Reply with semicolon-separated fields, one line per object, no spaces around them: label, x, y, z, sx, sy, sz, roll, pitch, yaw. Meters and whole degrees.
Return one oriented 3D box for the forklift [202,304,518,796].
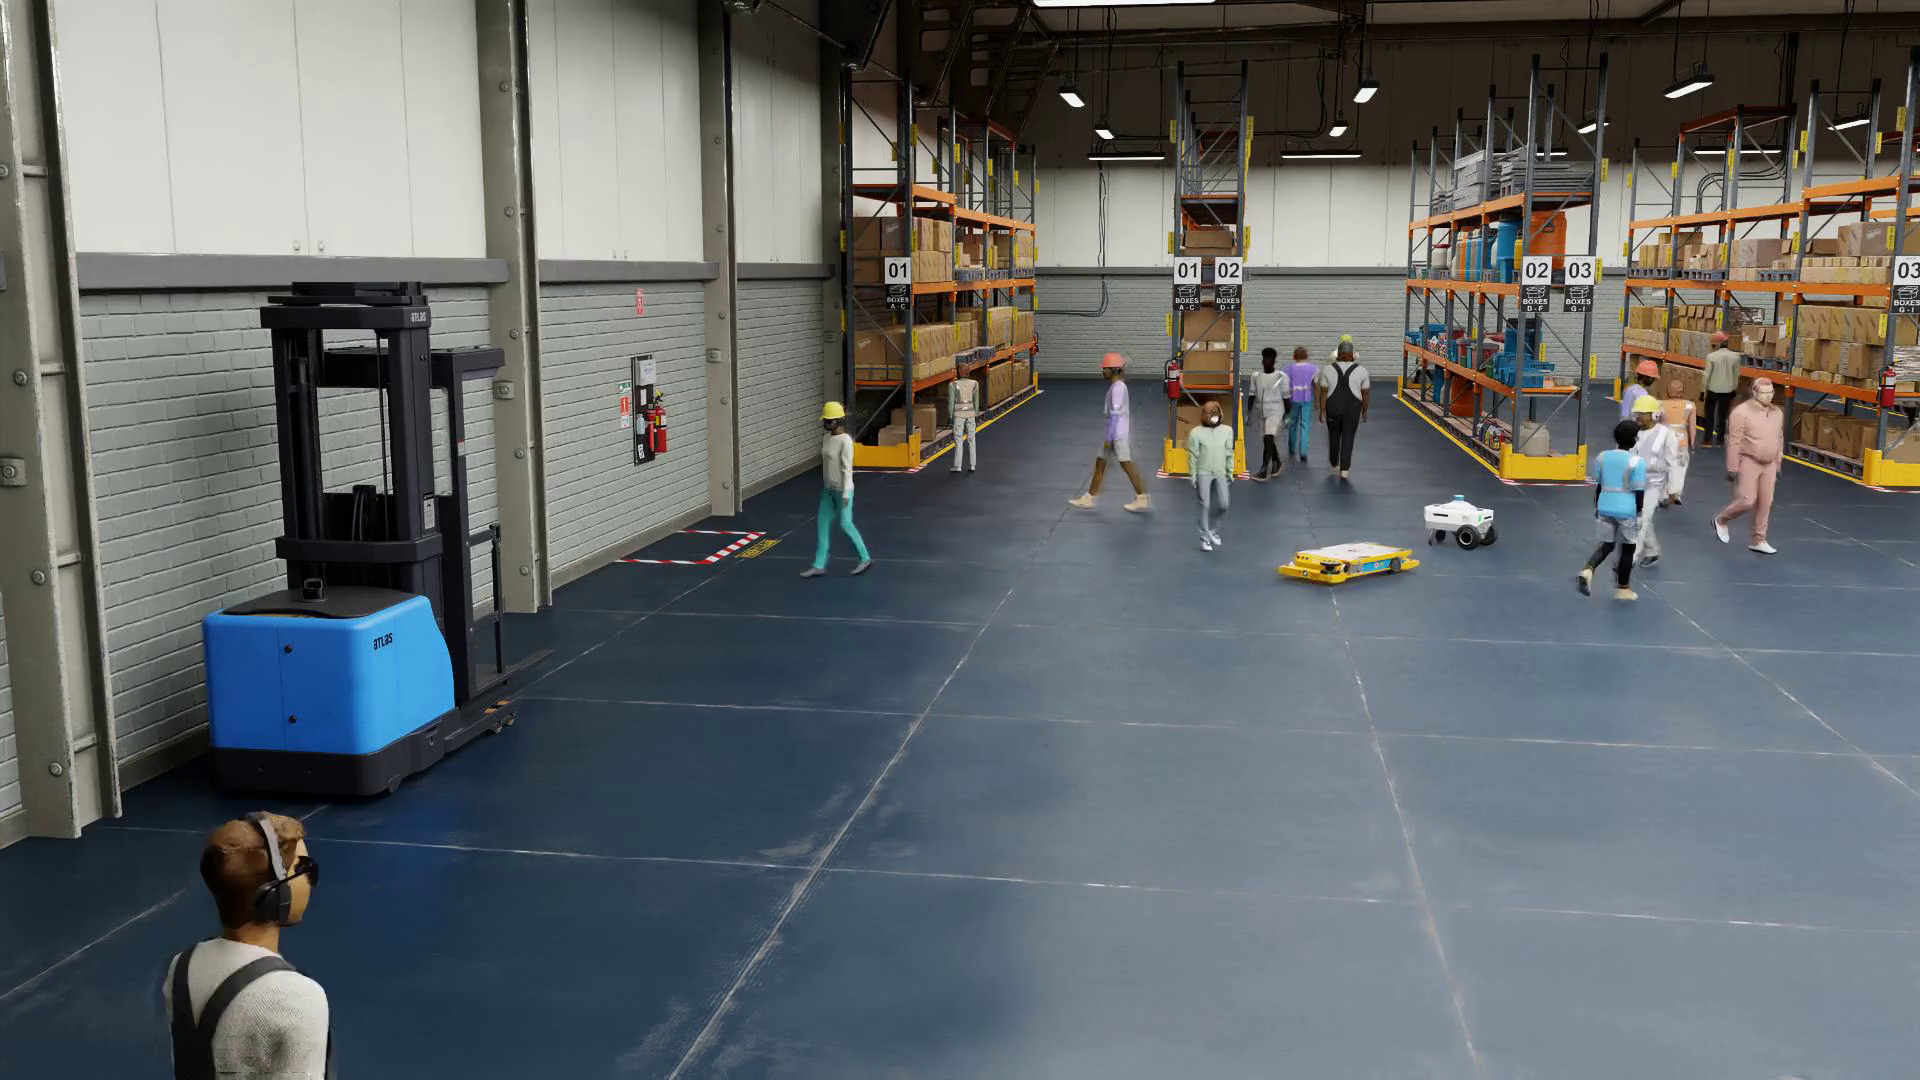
forklift;-3.673;-0.038;10.147;1.129;2.768;1.873;1;9;9

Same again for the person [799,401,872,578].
person;-1.208;-0.502;16.389;0.735;1.742;0.539;-6;11;-34

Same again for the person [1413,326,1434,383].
person;11.507;-4.484;41.225;0.889;1.654;0.536;0;9;2

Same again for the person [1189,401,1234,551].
person;2.711;-0.689;17.903;0.520;1.617;0.349;-2;9;-12

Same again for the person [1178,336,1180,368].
person;5.628;-4.569;41.045;1.048;1.862;0.717;-2;9;-13

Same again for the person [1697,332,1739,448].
person;12.906;-2.539;28.275;0.673;1.966;0.393;0;9;-2

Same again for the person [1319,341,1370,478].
person;5.646;-1.934;24.425;0.700;2.000;1.038;3;10;16

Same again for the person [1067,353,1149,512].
person;1.897;-1.338;20.791;1.036;1.987;0.626;0;9;1

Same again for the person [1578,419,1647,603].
person;5.931;-0.256;15.044;0.570;1.676;0.540;-6;11;-31

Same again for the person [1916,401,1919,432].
person;16.298;-2.430;27.832;0.584;1.882;0.337;1;9;7

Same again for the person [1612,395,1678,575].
person;6.836;-0.566;16.673;0.946;1.780;0.612;-6;11;-35

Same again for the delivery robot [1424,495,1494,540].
delivery robot;5.491;-0.252;18.332;0.707;0.478;0.477;9;13;43

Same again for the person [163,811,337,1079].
person;-1.488;1.497;3.795;0.557;1.820;0.706;6;11;32

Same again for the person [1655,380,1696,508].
person;9.061;-1.221;21.149;0.547;1.622;0.402;4;10;23

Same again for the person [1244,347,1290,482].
person;4.514;-1.843;24.125;0.602;1.926;0.995;9;13;43

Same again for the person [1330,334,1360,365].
person;7.350;-3.045;31.837;0.605;1.812;0.625;1;9;4

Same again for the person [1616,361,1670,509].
person;8.535;-1.306;20.894;0.927;1.876;0.636;0;9;-1

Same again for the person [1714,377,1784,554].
person;8.499;-0.813;17.871;0.653;1.887;0.589;-3;10;-19

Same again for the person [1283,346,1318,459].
person;5.487;-2.222;26.842;0.573;1.796;0.989;2;9;11

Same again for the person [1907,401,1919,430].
person;16.688;-2.660;28.831;0.621;2.024;0.738;4;10;26

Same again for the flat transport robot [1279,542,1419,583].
flat transport robot;3.906;0.209;16.647;1.431;0.197;0.652;-8;12;-40

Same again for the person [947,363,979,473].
person;0.051;-1.830;24.893;0.517;1.638;0.308;-5;10;-26
